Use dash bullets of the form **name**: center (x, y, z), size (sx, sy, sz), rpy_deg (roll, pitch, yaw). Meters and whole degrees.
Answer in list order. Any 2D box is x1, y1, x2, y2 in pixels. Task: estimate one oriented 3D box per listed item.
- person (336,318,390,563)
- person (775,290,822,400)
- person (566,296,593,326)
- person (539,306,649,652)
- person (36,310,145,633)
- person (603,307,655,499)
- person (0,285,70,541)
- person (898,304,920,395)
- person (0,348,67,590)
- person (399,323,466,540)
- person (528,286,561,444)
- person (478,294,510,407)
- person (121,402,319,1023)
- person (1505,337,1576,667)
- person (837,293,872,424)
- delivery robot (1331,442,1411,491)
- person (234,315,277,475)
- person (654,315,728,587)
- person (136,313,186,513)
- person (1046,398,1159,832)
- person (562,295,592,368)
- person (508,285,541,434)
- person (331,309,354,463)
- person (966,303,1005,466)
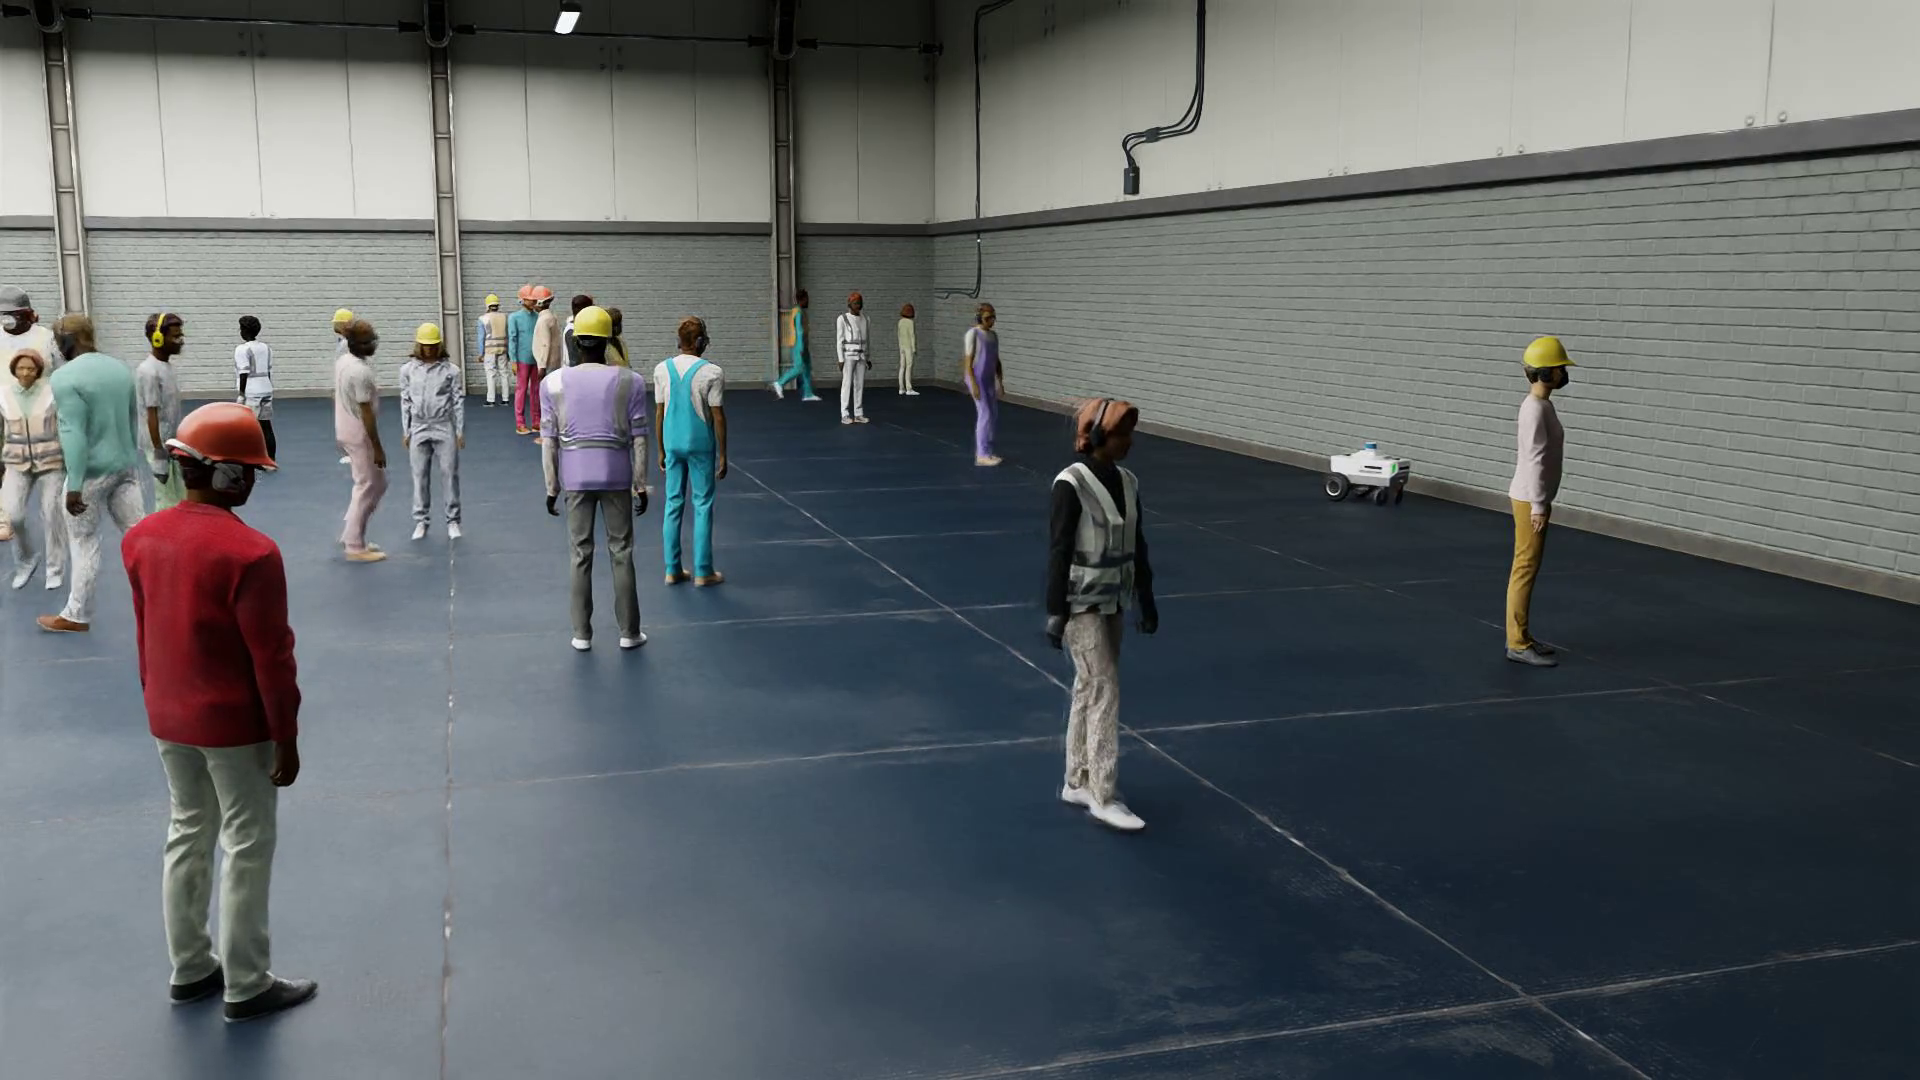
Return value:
- **person**: center (-4.347, -0.712, 12.121), size (0.378, 1.803, 0.626), rpy_deg (-4, 10, -24)
- **person**: center (-2.768, -3.327, 28.459), size (0.729, 1.900, 0.605), rpy_deg (0, 9, -1)
- **person**: center (-5.345, -2.551, 23.720), size (0.587, 1.832, 0.976), rpy_deg (0, 9, -3)
- **person**: center (-2.030, -0.333, 9.293), size (0.589, 1.928, 0.384), rpy_deg (-1, 9, -5)
- **person**: center (-5.076, -0.383, 9.768), size (0.572, 1.921, 0.673), rpy_deg (1, 9, 9)
- **person**: center (-3.202, -1.291, 15.798), size (0.864, 1.810, 0.629), rpy_deg (2, 9, 13)
- **person**: center (-7.449, -1.005, 13.217), size (0.688, 2.000, 0.536), rpy_deg (-3, 9, -18)
- **person**: center (-0.935, -3.427, 29.965), size (0.280, 1.633, 0.501), rpy_deg (-6, 11, -34)
- **person**: center (-6.177, -0.468, 11.109), size (0.525, 1.623, 0.363), rpy_deg (-3, 9, -18)
- **person**: center (-4.208, -0.861, 13.297), size (0.496, 1.736, 0.316), rpy_deg (-2, 9, -10)
- **person**: center (-5.250, -2.216, 21.088), size (0.396, 1.992, 0.623), rpy_deg (0, 9, -1)
- **person**: center (-7.609, -3.090, 27.180), size (0.590, 1.833, 0.404), rpy_deg (-8, 12, -43)
- **person**: center (-2.064, 0.482, 4.689), size (0.576, 1.740, 0.348), rpy_deg (4, 10, 26)
- **person**: center (3.135, -0.211, 9.018), size (0.302, 1.772, 0.530), rpy_deg (3, 9, 19)
- **person**: center (-1.519, -2.619, 24.011), size (0.584, 1.882, 0.337), rpy_deg (-8, 12, -41)
- **delivery robot**: center (3.828, -0.669, 15.502), size (0.707, 0.478, 0.477), rpy_deg (8, 12, 44)
- **person**: center (-7.532, -1.544, 17.748), size (0.316, 1.695, 0.542), rpy_deg (2, 9, 11)
- **person**: center (-1.811, -0.591, 11.239), size (0.517, 1.836, 0.349), rpy_deg (2, 9, 15)
- **person**: center (-5.339, -0.592, 11.200), size (0.354, 1.853, 0.562), rpy_deg (-3, 9, -17)
- **person**: center (0.610, 0.278, 6.320), size (0.562, 1.621, 0.546), rpy_deg (6, 11, 35)
- **person**: center (-4.047, -1.647, 17.713), size (0.392, 1.916, 0.592), rpy_deg (-1, 9, -4)
- **person**: center (-5.795, -2.426, 22.425), size (0.388, 1.992, 0.625), rpy_deg (6, 11, 35)
- **person**: center (-6.947, -1.743, 18.875), size (0.297, 1.743, 0.493), rpy_deg (-2, 9, -13)
- **person**: center (0.280, -1.725, 18.499), size (0.398, 1.822, 0.534), rpy_deg (7, 12, 39)
